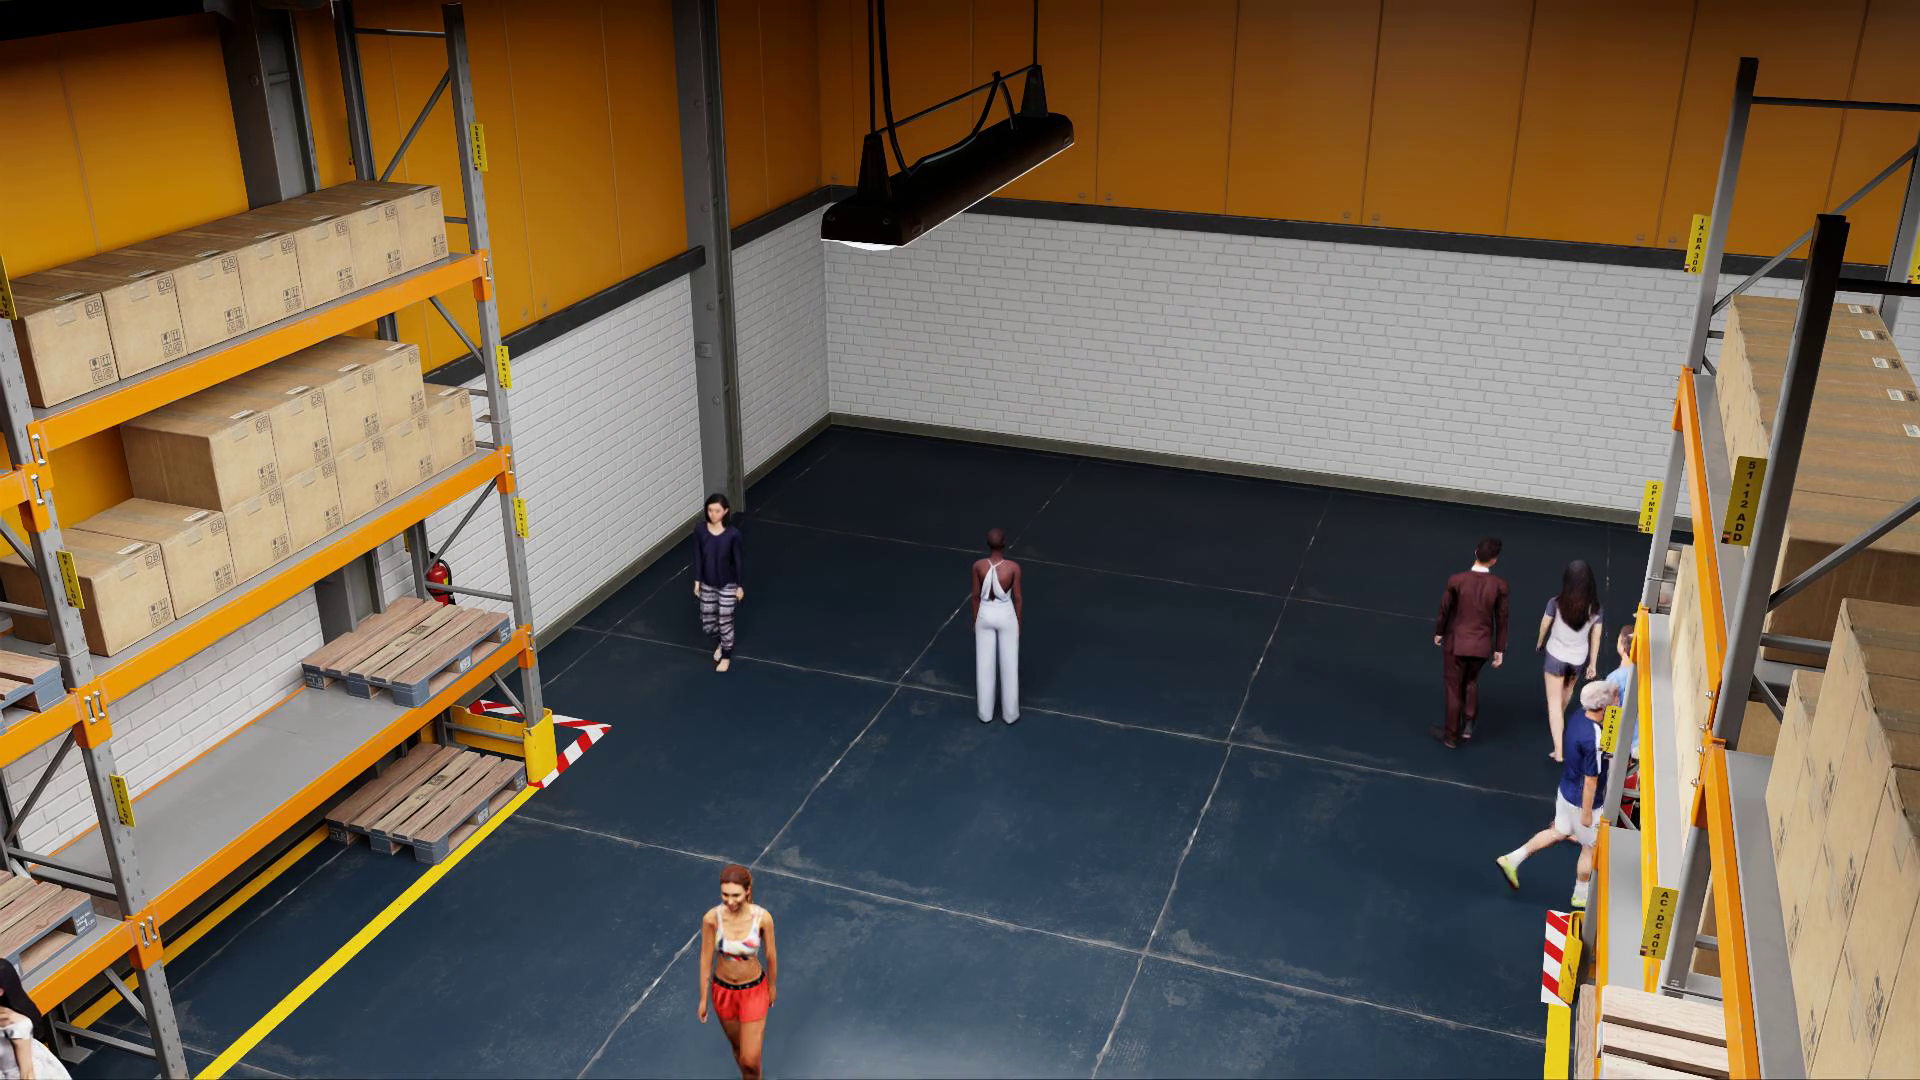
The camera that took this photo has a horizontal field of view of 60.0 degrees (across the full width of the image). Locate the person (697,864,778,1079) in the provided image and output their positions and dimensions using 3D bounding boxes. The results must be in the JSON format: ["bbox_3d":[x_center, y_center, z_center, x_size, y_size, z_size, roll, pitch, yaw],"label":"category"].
[{"bbox_3d":[-1.272,2.606,9.748,0.696,1.770,0.838,3,24,7],"label":"person"}]

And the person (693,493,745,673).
[{"bbox_3d":[-2.146,0.347,14.978,0.678,1.721,0.684,5,24,10],"label":"person"}]

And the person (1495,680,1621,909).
[{"bbox_3d":[4.249,1.776,11.586,0.927,1.820,1.080,0,24,1],"label":"person"}]

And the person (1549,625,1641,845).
[{"bbox_3d":[4.858,1.542,12.096,0.941,1.839,1.012,-9,25,-20],"label":"person"}]

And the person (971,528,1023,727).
[{"bbox_3d":[0.308,0.728,14.028,0.621,1.783,0.559,3,24,7],"label":"person"}]

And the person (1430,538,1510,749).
[{"bbox_3d":[4.199,0.883,13.595,0.766,1.847,0.801,0,24,-1],"label":"person"}]

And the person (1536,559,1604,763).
[{"bbox_3d":[4.927,1.016,13.537,0.829,1.649,1.225,2,24,5],"label":"person"}]

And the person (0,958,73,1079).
[{"bbox_3d":[-4.976,2.969,8.920,0.804,1.769,0.777,-18,29,-35],"label":"person"}]
